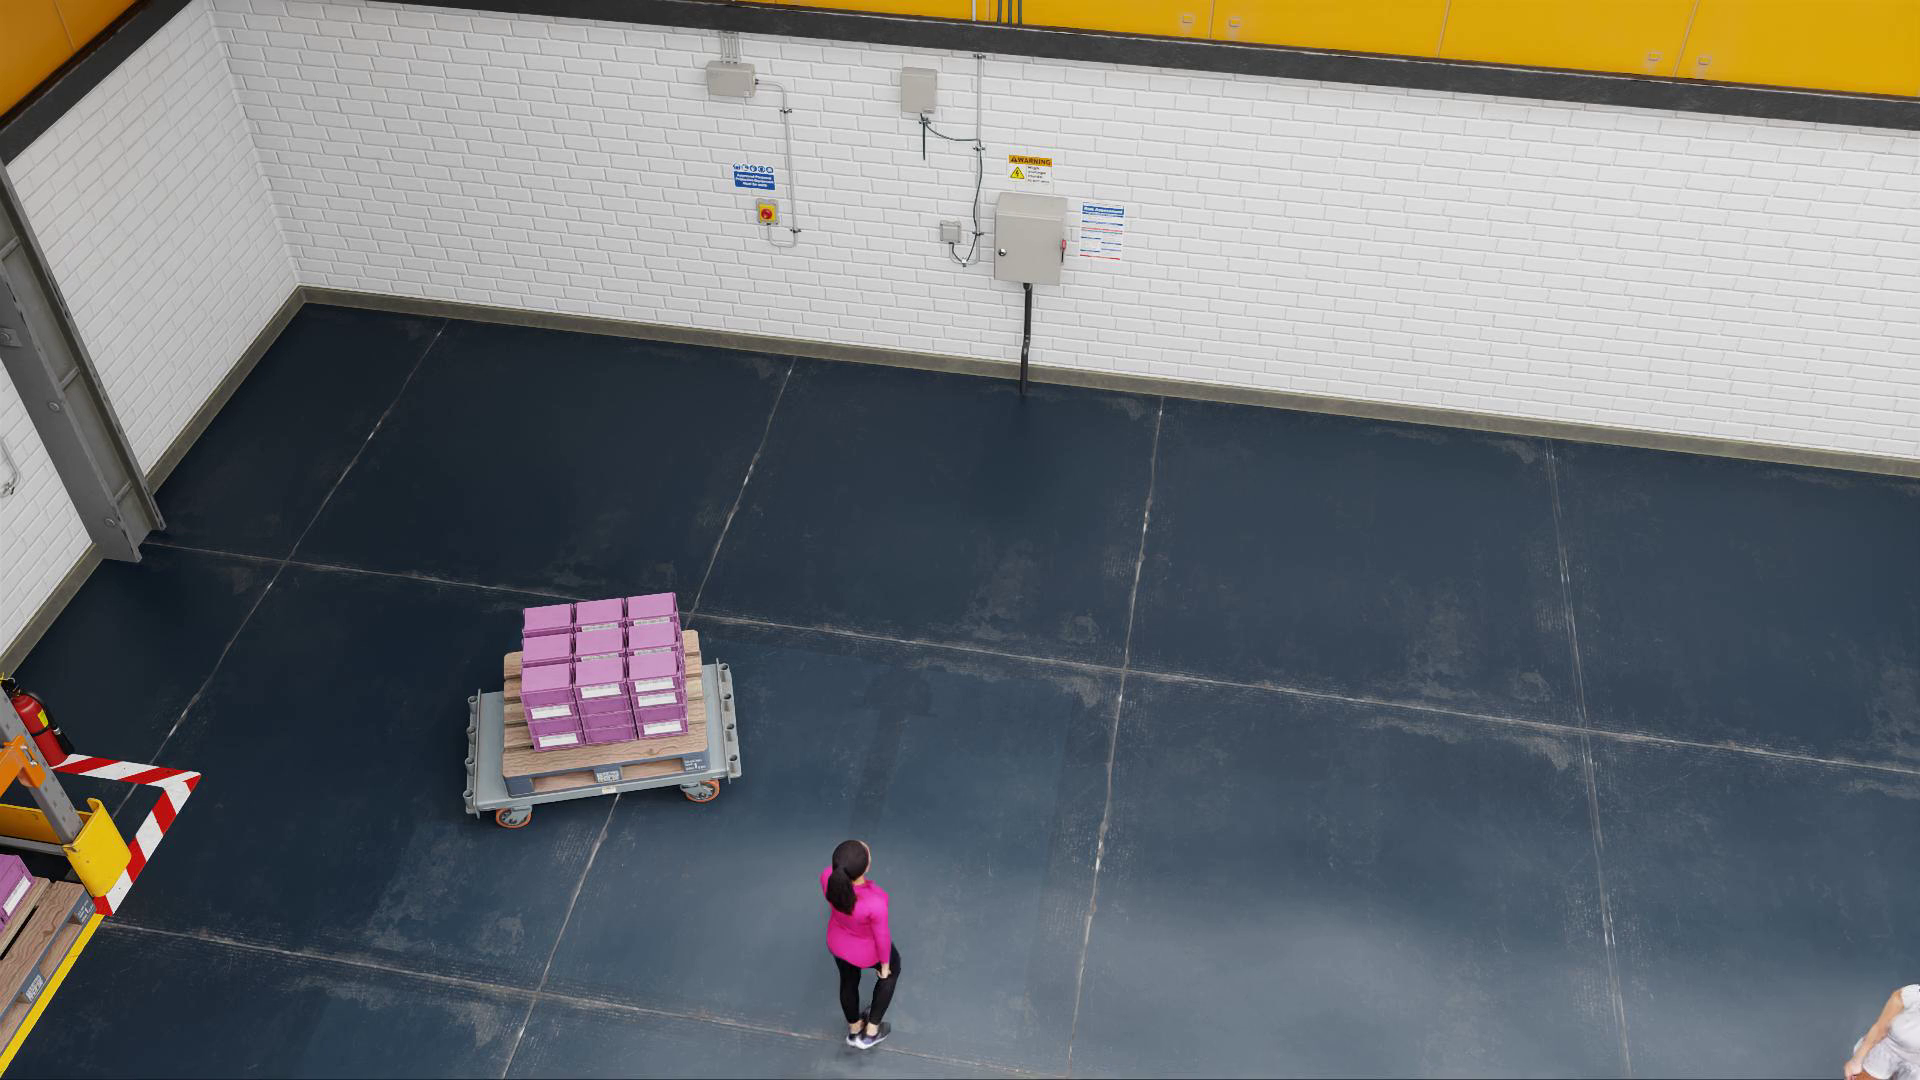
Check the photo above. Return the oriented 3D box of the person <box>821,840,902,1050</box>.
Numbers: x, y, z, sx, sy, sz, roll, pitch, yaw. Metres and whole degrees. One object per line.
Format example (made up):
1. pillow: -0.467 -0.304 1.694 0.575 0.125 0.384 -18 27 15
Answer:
1. person: -0.572 2.142 8.548 0.662 1.689 0.693 22 48 21
